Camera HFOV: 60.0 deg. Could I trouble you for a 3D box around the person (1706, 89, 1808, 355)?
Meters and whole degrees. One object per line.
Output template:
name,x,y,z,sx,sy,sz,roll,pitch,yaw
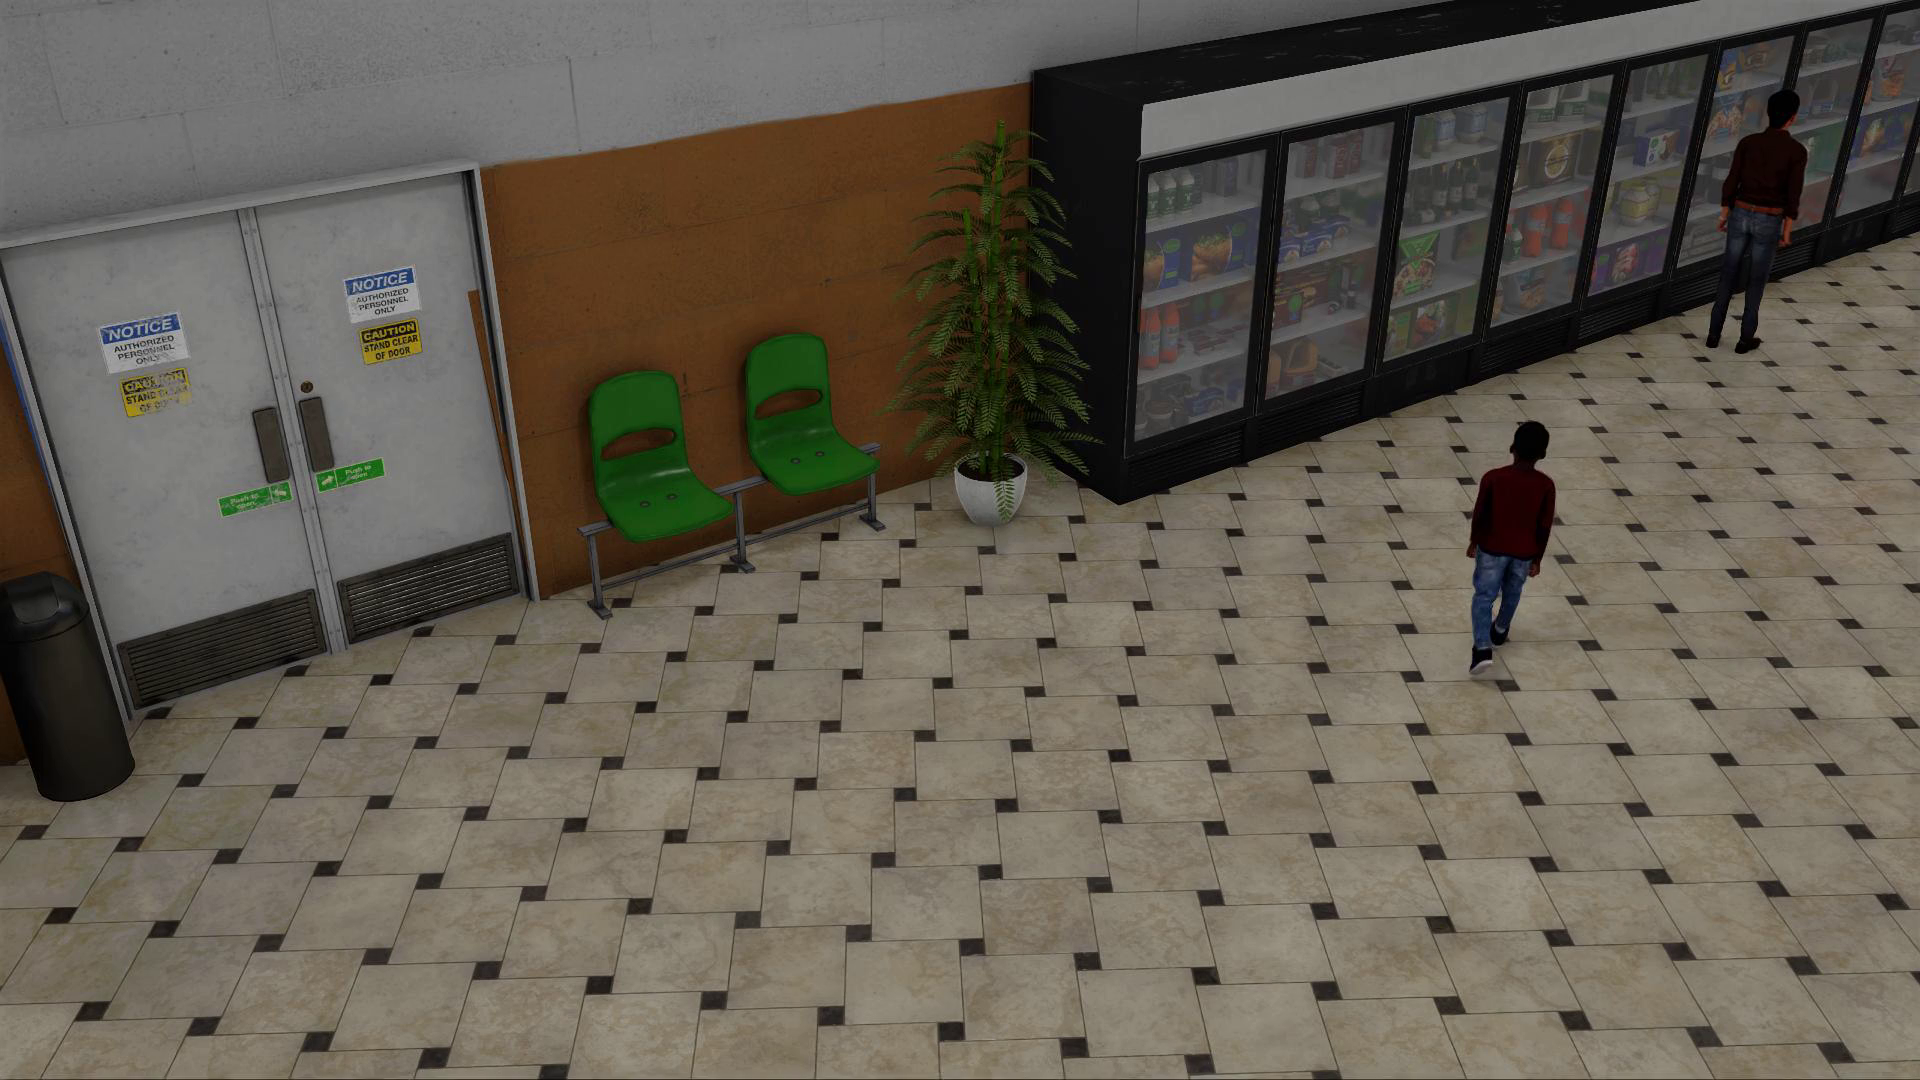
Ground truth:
person,5.385,-2.147,11.257,0.545,1.781,0.754,22,36,35

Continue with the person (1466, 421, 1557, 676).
person,2.564,0.057,7.785,0.798,1.239,0.876,4,29,7
